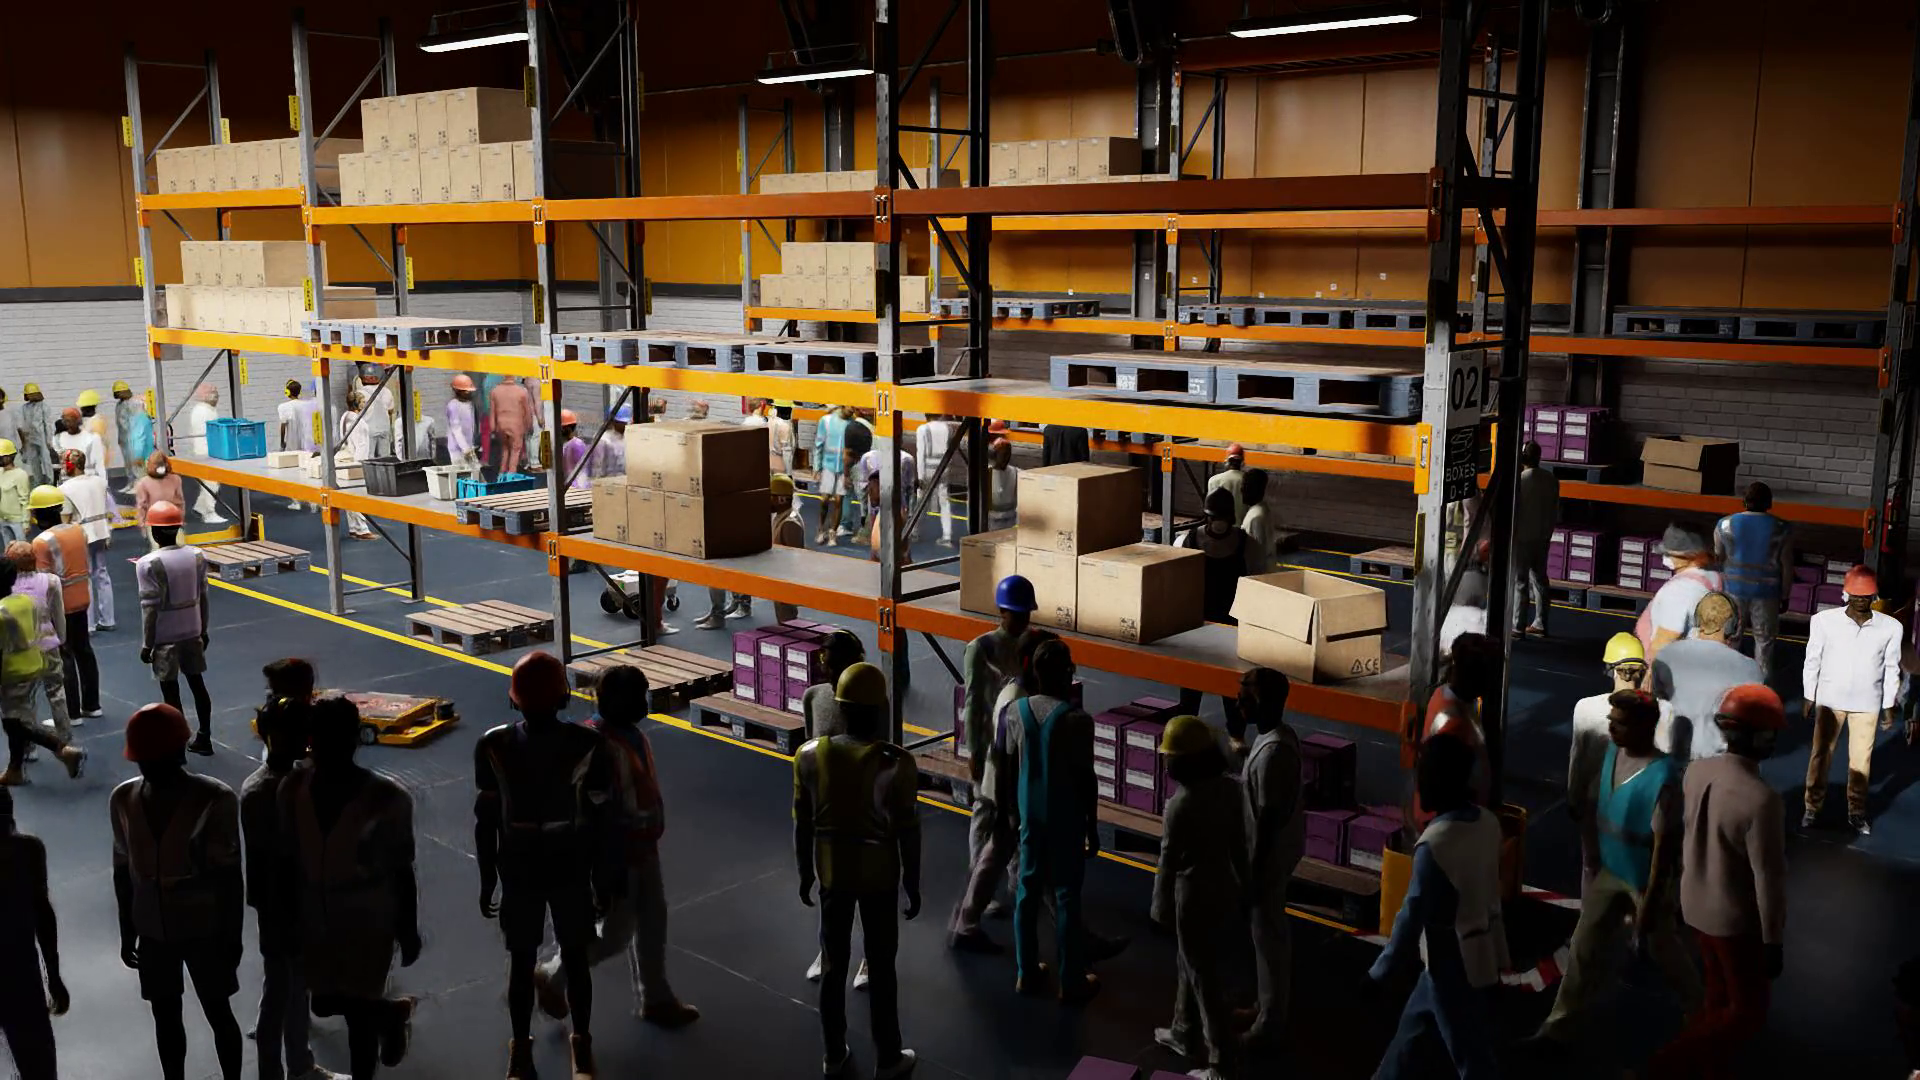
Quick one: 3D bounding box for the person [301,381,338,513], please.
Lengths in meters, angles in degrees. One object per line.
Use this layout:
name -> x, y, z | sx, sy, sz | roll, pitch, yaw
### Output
person -> -9.052, -1.343, 23.605 | 0.651, 1.924, 0.457 | 4, 11, 20

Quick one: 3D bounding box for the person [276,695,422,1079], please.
person -> -2.583, 1.568, 7.131 | 0.631, 1.941, 0.729 | 2, 10, 12

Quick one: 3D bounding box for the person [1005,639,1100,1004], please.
person -> 0.468, 1.400, 8.326 | 0.508, 1.847, 0.345 | 6, 12, 31

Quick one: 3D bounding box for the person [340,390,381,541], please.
person -> -7.733, -0.953, 21.368 | 0.357, 1.938, 0.637 | -7, 12, -35

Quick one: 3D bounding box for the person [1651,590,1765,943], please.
person -> 4.042, 1.230, 9.073 | 0.374, 1.932, 0.622 | -6, 12, -32

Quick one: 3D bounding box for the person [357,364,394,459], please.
person -> -8.819, -1.618, 24.841 | 0.537, 2.000, 0.679 | 7, 12, 33

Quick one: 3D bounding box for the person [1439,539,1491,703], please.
person -> 3.694, 0.817, 12.005 | 0.520, 1.704, 0.591 | -2, 10, -10

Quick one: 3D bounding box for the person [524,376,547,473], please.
person -> -7.096, -2.085, 27.811 | 0.372, 1.932, 0.624 | -5, 11, -27

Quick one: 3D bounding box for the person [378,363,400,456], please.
person -> -10.278, -2.355, 29.810 | 0.320, 1.755, 0.563 | 5, 11, 26

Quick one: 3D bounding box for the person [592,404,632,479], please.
person -> -4.014, -0.650, 19.692 | 0.478, 1.925, 0.646 | 10, 14, 44

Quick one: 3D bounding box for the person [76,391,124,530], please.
person -> -11.428, -1.028, 21.934 | 0.641, 1.889, 0.660 | -7, 12, -35

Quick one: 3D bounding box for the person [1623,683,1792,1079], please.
person -> 3.185, 1.574, 7.015 | 0.636, 1.966, 0.631 | -1, 10, -7

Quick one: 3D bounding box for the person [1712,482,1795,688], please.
person -> 6.570, 0.435, 13.805 | 0.622, 1.842, 0.429 | 7, 12, 33

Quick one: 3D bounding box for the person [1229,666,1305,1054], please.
person -> 1.442, 1.492, 7.823 | 0.345, 1.839, 0.502 | 3, 10, 16

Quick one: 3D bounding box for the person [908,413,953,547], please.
person -> -0.376, -0.856, 21.089 | 0.587, 1.836, 0.881 | -7, 12, -36

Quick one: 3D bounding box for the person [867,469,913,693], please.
person -> -0.580, 0.351, 14.102 | 0.406, 1.909, 0.583 | 0, 10, 2

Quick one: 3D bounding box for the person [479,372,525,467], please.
person -> -7.897, -2.189, 28.363 | 0.969, 1.940, 0.633 | 3, 11, 17

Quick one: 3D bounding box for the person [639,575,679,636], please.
person -> -2.975, -0.011, 16.146 | 0.391, 1.905, 0.599 | -6, 11, -29

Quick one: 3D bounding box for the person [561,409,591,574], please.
person -> -4.469, -0.543, 19.093 | 0.420, 1.919, 0.580 | -5, 11, -28

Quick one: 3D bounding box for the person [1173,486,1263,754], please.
person -> 1.899, 0.592, 12.345 | 0.683, 2.000, 0.536 | 1, 10, 6

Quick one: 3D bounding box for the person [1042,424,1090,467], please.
person -> 1.305, -0.780, 20.261 | 0.610, 1.984, 0.399 | 5, 11, 28

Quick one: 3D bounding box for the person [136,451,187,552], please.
person -> -8.465, -0.144, 17.677 | 0.363, 1.617, 0.532 | 8, 13, 37

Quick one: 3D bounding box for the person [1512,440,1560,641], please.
person -> 5.466, 0.007, 15.983 | 0.624, 1.931, 0.378 | -5, 11, -27

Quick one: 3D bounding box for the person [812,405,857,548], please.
person -> -1.525, -0.882, 20.857 | 0.685, 1.982, 0.427 | -1, 10, -3

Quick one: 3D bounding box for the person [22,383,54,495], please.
person -> -13.930, -1.510, 25.102 | 0.489, 1.737, 0.316 | 3, 10, 15

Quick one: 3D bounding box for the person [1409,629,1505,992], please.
person -> 2.486, 1.372, 8.232 | 0.484, 1.933, 0.638 | 3, 10, 15

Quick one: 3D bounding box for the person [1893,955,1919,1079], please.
person -> 2.615, 2.034, 4.442 | 0.376, 1.958, 0.598 | 3, 11, 18

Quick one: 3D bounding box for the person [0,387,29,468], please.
person -> -13.364, -1.244, 23.292 | 0.563, 1.845, 0.582 | -2, 10, -9

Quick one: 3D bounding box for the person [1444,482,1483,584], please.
person -> 4.714, 0.084, 15.783 | 0.429, 1.840, 0.636 | 1, 10, 3

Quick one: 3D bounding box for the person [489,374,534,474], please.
person -> -7.044, -1.781, 26.225 | 0.654, 1.881, 0.633 | 2, 10, 13

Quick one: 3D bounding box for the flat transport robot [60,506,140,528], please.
flat transport robot -> -11.720, -0.336, 22.592 | 1.431, 0.197, 0.652 | 3, 10, 16

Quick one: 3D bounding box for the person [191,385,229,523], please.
person -> -10.311, -1.175, 22.813 | 0.437, 1.879, 0.668 | -7, 12, -36

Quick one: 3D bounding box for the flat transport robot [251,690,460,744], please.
flat transport robot -> -4.714, 1.364, 12.979 | 1.431, 0.197, 0.652 | 3, 10, 15

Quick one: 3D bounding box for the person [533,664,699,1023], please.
person -> -1.676, 1.475, 7.975 | 0.716, 1.816, 0.627 | 2, 10, 9

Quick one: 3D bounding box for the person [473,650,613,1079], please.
person -> -1.831, 1.475, 7.352 | 0.607, 2.041, 0.377 | -1, 10, -8
